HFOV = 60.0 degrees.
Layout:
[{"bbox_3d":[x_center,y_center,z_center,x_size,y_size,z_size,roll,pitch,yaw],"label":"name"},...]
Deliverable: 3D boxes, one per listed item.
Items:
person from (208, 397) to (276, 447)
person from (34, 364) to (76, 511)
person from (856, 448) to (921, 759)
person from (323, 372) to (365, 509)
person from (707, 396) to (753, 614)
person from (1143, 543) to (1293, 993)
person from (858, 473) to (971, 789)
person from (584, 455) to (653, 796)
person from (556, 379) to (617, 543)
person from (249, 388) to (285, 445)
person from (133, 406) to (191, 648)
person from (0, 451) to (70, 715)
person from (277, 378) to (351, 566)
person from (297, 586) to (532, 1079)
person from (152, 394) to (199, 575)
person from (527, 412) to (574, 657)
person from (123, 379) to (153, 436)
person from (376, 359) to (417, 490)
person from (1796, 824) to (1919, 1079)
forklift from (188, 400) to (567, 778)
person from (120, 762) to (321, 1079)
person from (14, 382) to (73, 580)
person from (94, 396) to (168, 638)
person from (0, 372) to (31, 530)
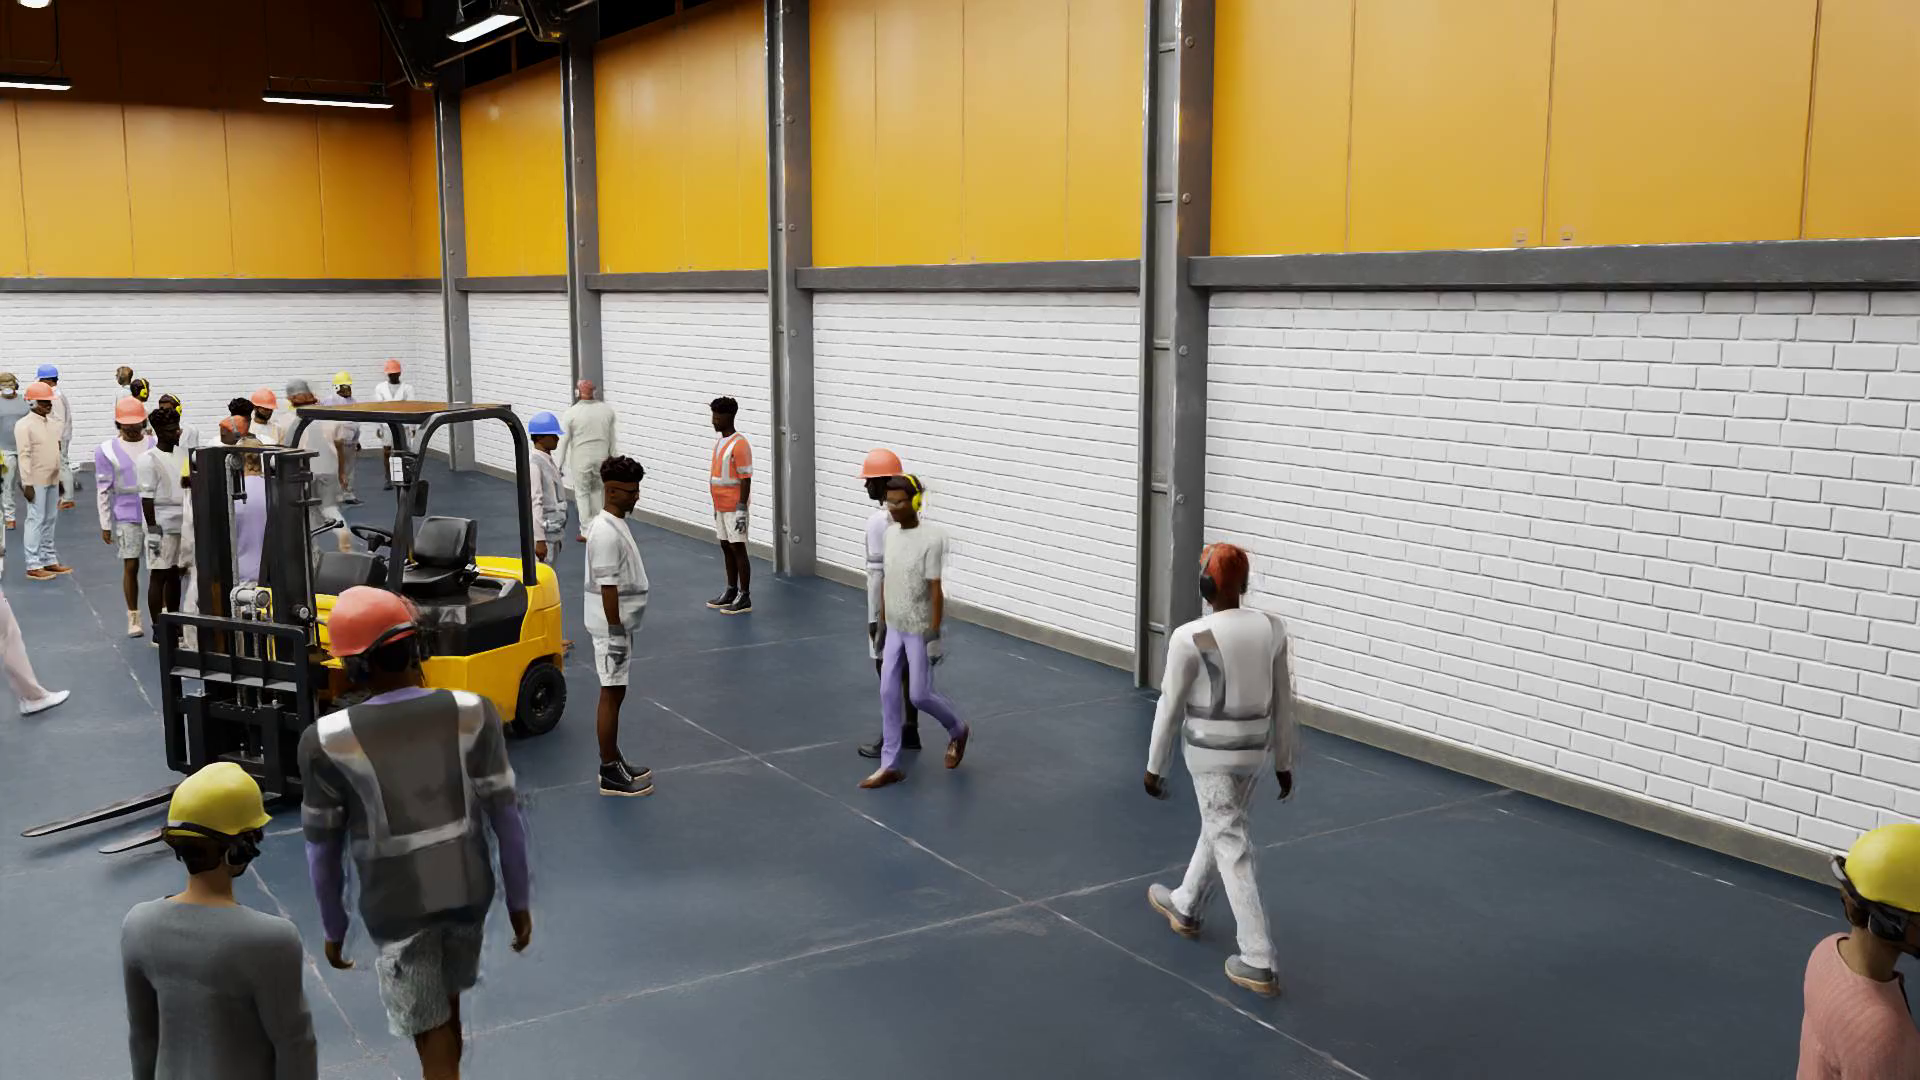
[{"bbox_3d":[-6.416,-0.305,14.931,0.602,1.959,0.379,-4,9,-25],"label":"person"},{"bbox_3d":[-11.994,-1.356,22.060,0.408,1.942,0.616,-5,10,-29],"label":"person"},{"bbox_3d":[-0.453,0.393,10.344,0.389,1.930,0.553,4,9,26],"label":"person"},{"bbox_3d":[-8.259,-1.342,22.340,0.403,1.835,0.586,2,9,16],"label":"person"},{"bbox_3d":[-2.078,-0.320,15.011,0.361,1.963,0.617,-5,10,-29],"label":"person"},{"bbox_3d":[1.083,0.920,7.101,0.603,1.828,0.972,-5,10,-28],"label":"person"},{"bbox_3d":[-0.252,0.522,9.779,0.760,1.842,0.536,-8,12,-44],"label":"person"},{"bbox_3d":[-1.974,0.486,9.606,0.379,1.958,0.600,-1,9,-10],"label":"person"},{"bbox_3d":[-4.360,-0.916,19.287,0.684,1.882,0.571,-6,11,-37],"label":"person"},{"bbox_3d":[-7.080,-0.586,16.950,0.389,1.925,0.551,6,10,36],"label":"person"},{"bbox_3d":[-6.466,-0.111,13.598,0.373,1.966,0.605,1,8,6],"label":"person"},{"bbox_3d":[-6.509,0.296,11.193,0.650,1.866,0.898,8,12,43],"label":"person"},{"bbox_3d":[-6.762,-0.712,17.405,0.712,2.000,0.763,-8,11,-42],"label":"person"},{"bbox_3d":[-1.700,1.125,5.195,0.633,1.983,0.970,-6,11,-37],"label":"person"},{"bbox_3d":[-8.000,-0.563,17.020,0.510,1.861,0.324,1,8,4],"label":"person"},{"bbox_3d":[-3.302,-0.047,13.232,0.386,1.948,0.602,-1,8,-3],"label":"person"},{"bbox_3d":[-9.877,-1.015,20.081,0.521,1.857,0.343,4,9,24],"label":"person"},{"bbox_3d":[-8.252,-1.682,24.347,0.573,1.931,0.394,-1,8,-6],"label":"person"},{"bbox_3d":[1.987,1.469,3.674,0.341,1.755,0.532,3,9,17],"label":"person"},{"bbox_3d":[-3.529,0.258,10.348,1.214,2.155,2.313,4,9,25],"label":"forklift"},{"bbox_3d":[-1.773,1.411,4.055,0.531,1.761,0.339,3,9,21],"label":"person"},{"bbox_3d":[-9.269,-0.603,16.824,0.402,1.990,0.622,0,8,1],"label":"person"},{"bbox_3d":[-6.869,-0.192,13.942,0.619,2.029,0.410,-6,10,-34],"label":"person"},{"bbox_3d":[-11.532,-1.080,20.280,0.636,1.928,0.383,-5,10,-32],"label":"person"}]
